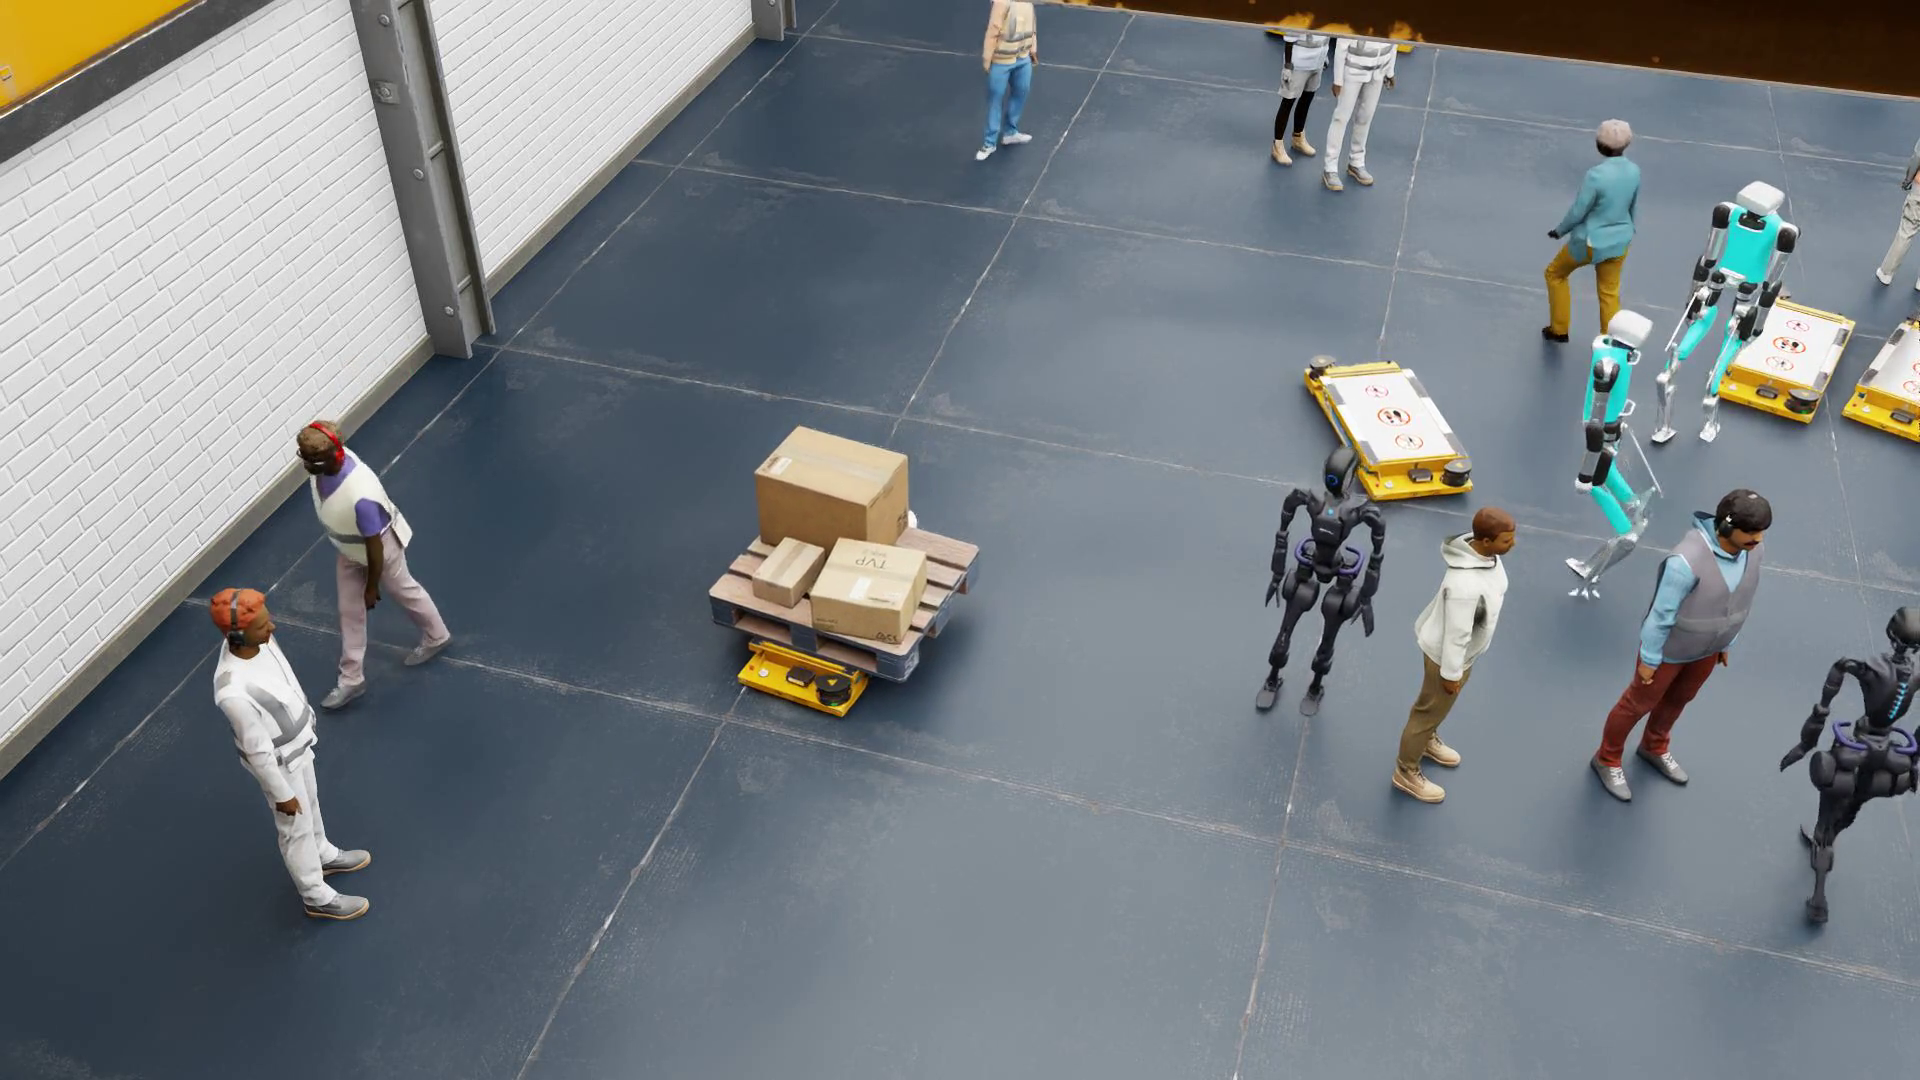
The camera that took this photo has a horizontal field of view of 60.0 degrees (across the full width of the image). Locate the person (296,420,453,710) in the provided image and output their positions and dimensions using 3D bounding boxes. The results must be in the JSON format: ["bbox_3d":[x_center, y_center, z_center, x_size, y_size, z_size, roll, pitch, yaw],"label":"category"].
[{"bbox_3d":[-3.138,0.097,8.665,0.596,1.792,0.881,27,46,29],"label":"person"}]

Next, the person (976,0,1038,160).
[{"bbox_3d":[0.371,-4.014,13.867,0.357,1.686,0.633,32,48,33],"label":"person"}]

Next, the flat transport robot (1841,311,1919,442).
[{"bbox_3d":[6.613,-1.106,11.380,0.659,0.231,1.431,27,46,30],"label":"flat transport robot"}]

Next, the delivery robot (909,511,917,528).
[{"bbox_3d":[-0.530,0.151,9.602,0.499,0.612,0.796,14,41,17],"label":"delivery robot"}]

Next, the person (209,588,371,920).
[{"bbox_3d":[-3.045,0.965,7.515,0.356,1.885,0.573,-8,39,-9],"label":"person"}]

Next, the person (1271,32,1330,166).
[{"bbox_3d":[2.866,-3.958,13.787,0.539,1.695,0.317,-26,45,-28],"label":"person"}]

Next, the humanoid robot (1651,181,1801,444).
[{"bbox_3d":[4.711,-1.338,10.496,0.769,1.778,0.531,-30,48,-32],"label":"humanoid robot"}]

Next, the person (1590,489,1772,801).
[{"bbox_3d":[3.525,0.495,8.113,0.537,1.872,0.414,-13,41,-16],"label":"person"}]

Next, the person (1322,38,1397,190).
[{"bbox_3d":[3.253,-3.747,13.379,0.573,1.881,0.356,-13,41,-16],"label":"person"}]

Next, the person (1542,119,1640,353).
[{"bbox_3d":[4.348,-2.017,11.358,0.536,1.707,0.646,-15,41,-17],"label":"person"}]

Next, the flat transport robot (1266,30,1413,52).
[{"bbox_3d":[3.773,-5.094,16.341,1.431,0.231,0.659,14,41,17],"label":"flat transport robot"}]

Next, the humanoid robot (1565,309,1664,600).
[{"bbox_3d":[3.750,-0.438,9.368,0.696,1.782,0.548,18,42,21],"label":"humanoid robot"}]

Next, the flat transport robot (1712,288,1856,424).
[{"bbox_3d":[5.779,-1.309,11.632,0.659,0.231,1.431,23,44,25],"label":"flat transport robot"}]

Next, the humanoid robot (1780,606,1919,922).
[{"bbox_3d":[4.157,1.028,7.643,0.596,1.648,0.578,5,39,7],"label":"humanoid robot"}]

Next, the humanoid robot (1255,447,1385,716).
[{"bbox_3d":[1.867,0.264,8.552,0.591,1.656,0.429,17,42,20],"label":"humanoid robot"}]

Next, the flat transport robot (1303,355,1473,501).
[{"bbox_3d":[2.804,-0.769,10.960,0.659,0.231,1.431,-5,39,-7],"label":"flat transport robot"}]

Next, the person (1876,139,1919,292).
[{"bbox_3d":[7.146,-2.582,12.120,0.513,1.641,0.306,16,42,19],"label":"person"}]

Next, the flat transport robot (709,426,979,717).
[{"bbox_3d":[-0.627,0.410,9.494,0.659,0.231,1.431,16,42,19],"label":"flat transport robot"}]

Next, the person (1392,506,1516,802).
[{"bbox_3d":[2.400,0.531,8.156,0.370,1.759,0.515,16,41,19],"label":"person"}]
